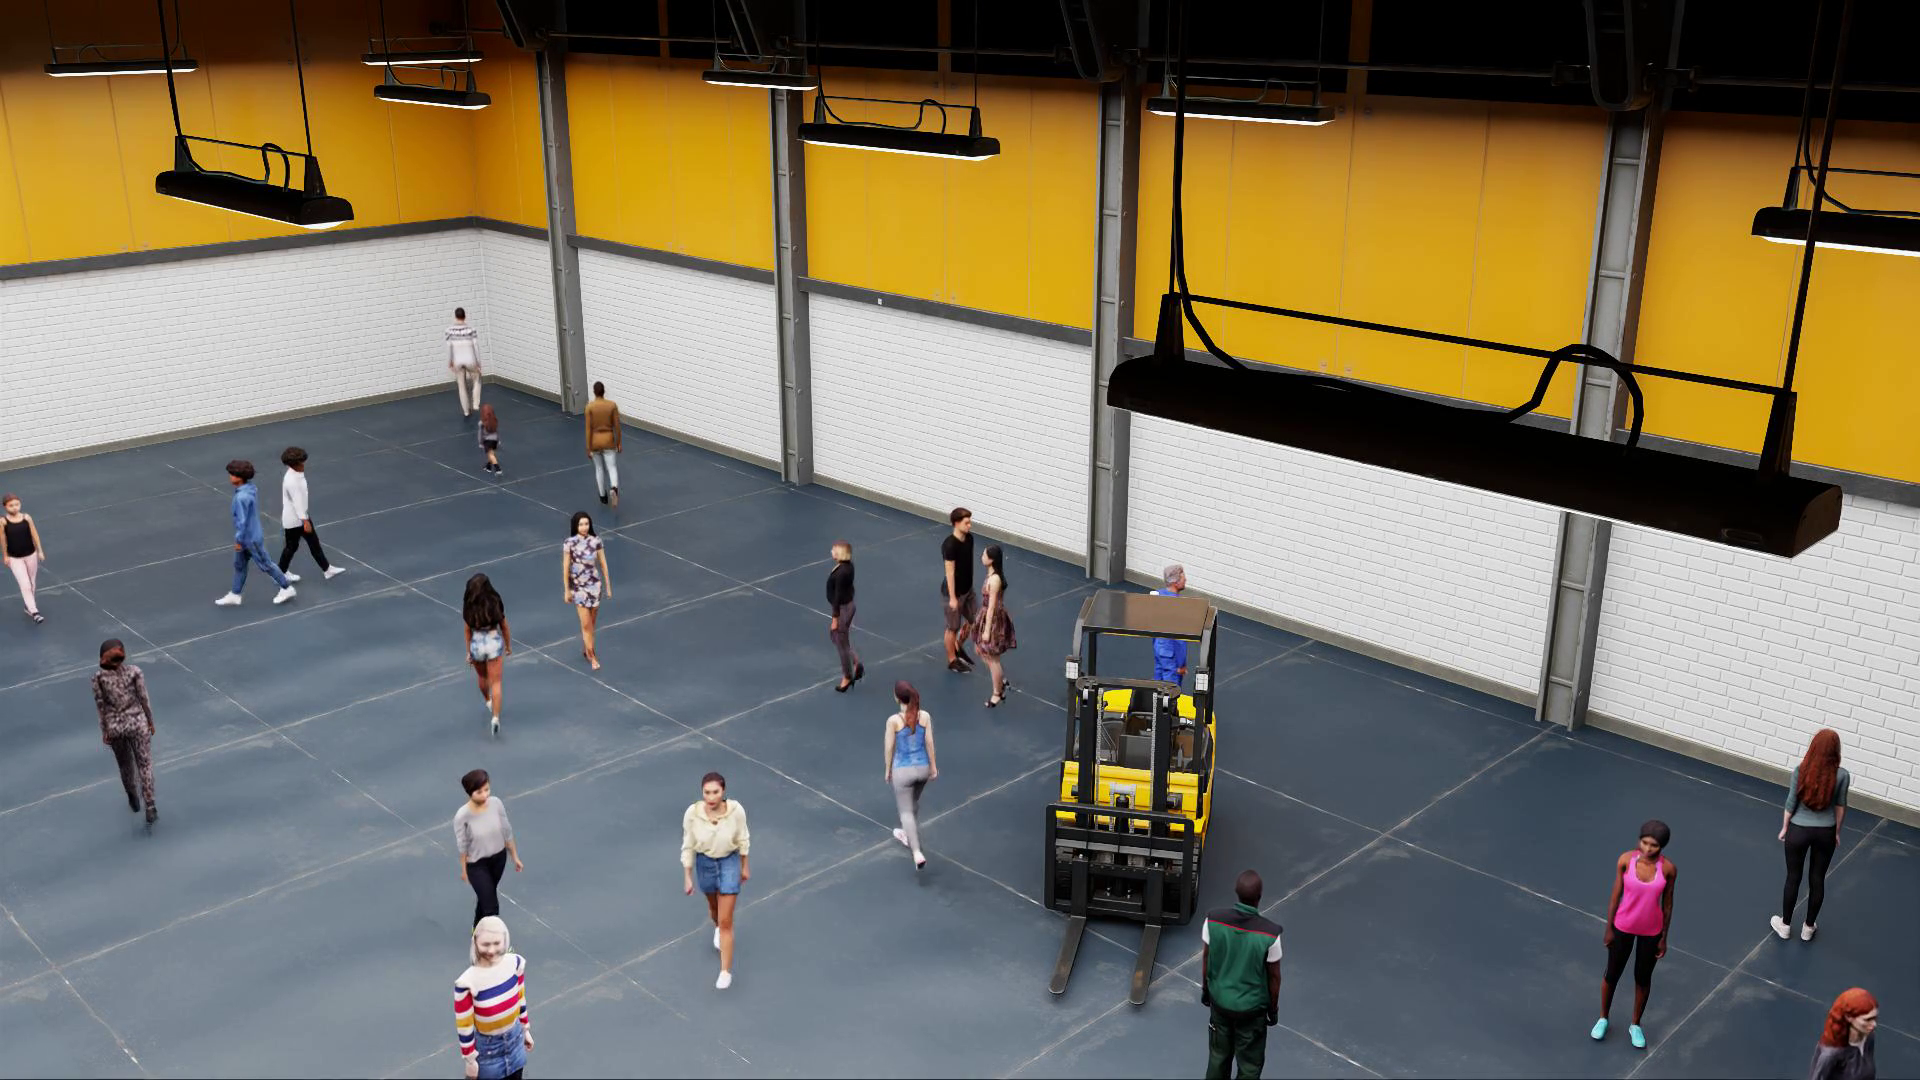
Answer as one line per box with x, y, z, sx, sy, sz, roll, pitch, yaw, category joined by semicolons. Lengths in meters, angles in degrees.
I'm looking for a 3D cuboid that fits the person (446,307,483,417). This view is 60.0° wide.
-8.418;-3.006;28.257;0.845;1.846;0.874;-3;19;-8;person

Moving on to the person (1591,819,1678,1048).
4.692;2.693;11.524;0.602;1.725;0.701;7;20;21;person

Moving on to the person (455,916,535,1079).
-2.840;3.104;10.176;0.550;1.808;0.669;15;23;37;person

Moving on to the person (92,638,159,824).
-7.287;1.677;14.574;0.768;1.705;0.987;-8;20;-23;person

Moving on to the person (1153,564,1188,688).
2.018;1.106;16.074;0.851;1.829;0.688;-6;19;-16;person

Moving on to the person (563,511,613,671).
-4.075;0.509;18.032;0.760;1.711;0.998;-11;22;-30;person

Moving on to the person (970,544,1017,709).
0.418;0.885;16.829;0.869;1.765;0.808;-1;19;-3;person

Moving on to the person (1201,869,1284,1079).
1.781;2.945;10.604;0.637;1.836;0.804;9;21;26;person

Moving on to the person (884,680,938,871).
-0.390;1.983;13.868;0.833;1.576;1.130;-8;20;-22;person

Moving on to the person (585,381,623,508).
-4.983;-1.310;23.295;0.914;1.800;1.118;-7;20;-19;person

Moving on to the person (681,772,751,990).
-1.816;2.455;12.461;1.127;1.579;1.206;-1;19;-2;person

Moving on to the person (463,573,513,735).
-4.640;1.148;16.331;0.939;1.586;1.108;-4;19;-11;person

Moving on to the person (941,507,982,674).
-0.091;0.516;17.789;0.678;1.852;0.728;13;22;33;person

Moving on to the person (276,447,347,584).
-8.172;-0.280;20.311;1.147;1.751;1.144;-5;19;-14;person

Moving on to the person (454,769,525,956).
-3.642;2.427;12.651;1.020;1.511;0.596;16;24;39;person

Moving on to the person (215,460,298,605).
-8.293;-0.064;19.627;1.083;1.780;1.196;-6;19;-16;person

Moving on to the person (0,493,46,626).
-10.855;0.204;19.235;0.983;1.521;0.530;17;25;41;person

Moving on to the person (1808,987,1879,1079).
4.952;3.331;9.614;0.766;1.736;1.147;-12;22;-31;person

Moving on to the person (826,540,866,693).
-1.129;0.800;17.246;0.781;1.662;0.729;2;19;6;person

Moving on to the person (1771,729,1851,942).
6.538;2.261;12.780;0.625;1.743;0.731;5;19;15;person

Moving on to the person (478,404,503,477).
-7.027;-1.483;24.931;0.794;1.083;0.481;17;25;40;person
